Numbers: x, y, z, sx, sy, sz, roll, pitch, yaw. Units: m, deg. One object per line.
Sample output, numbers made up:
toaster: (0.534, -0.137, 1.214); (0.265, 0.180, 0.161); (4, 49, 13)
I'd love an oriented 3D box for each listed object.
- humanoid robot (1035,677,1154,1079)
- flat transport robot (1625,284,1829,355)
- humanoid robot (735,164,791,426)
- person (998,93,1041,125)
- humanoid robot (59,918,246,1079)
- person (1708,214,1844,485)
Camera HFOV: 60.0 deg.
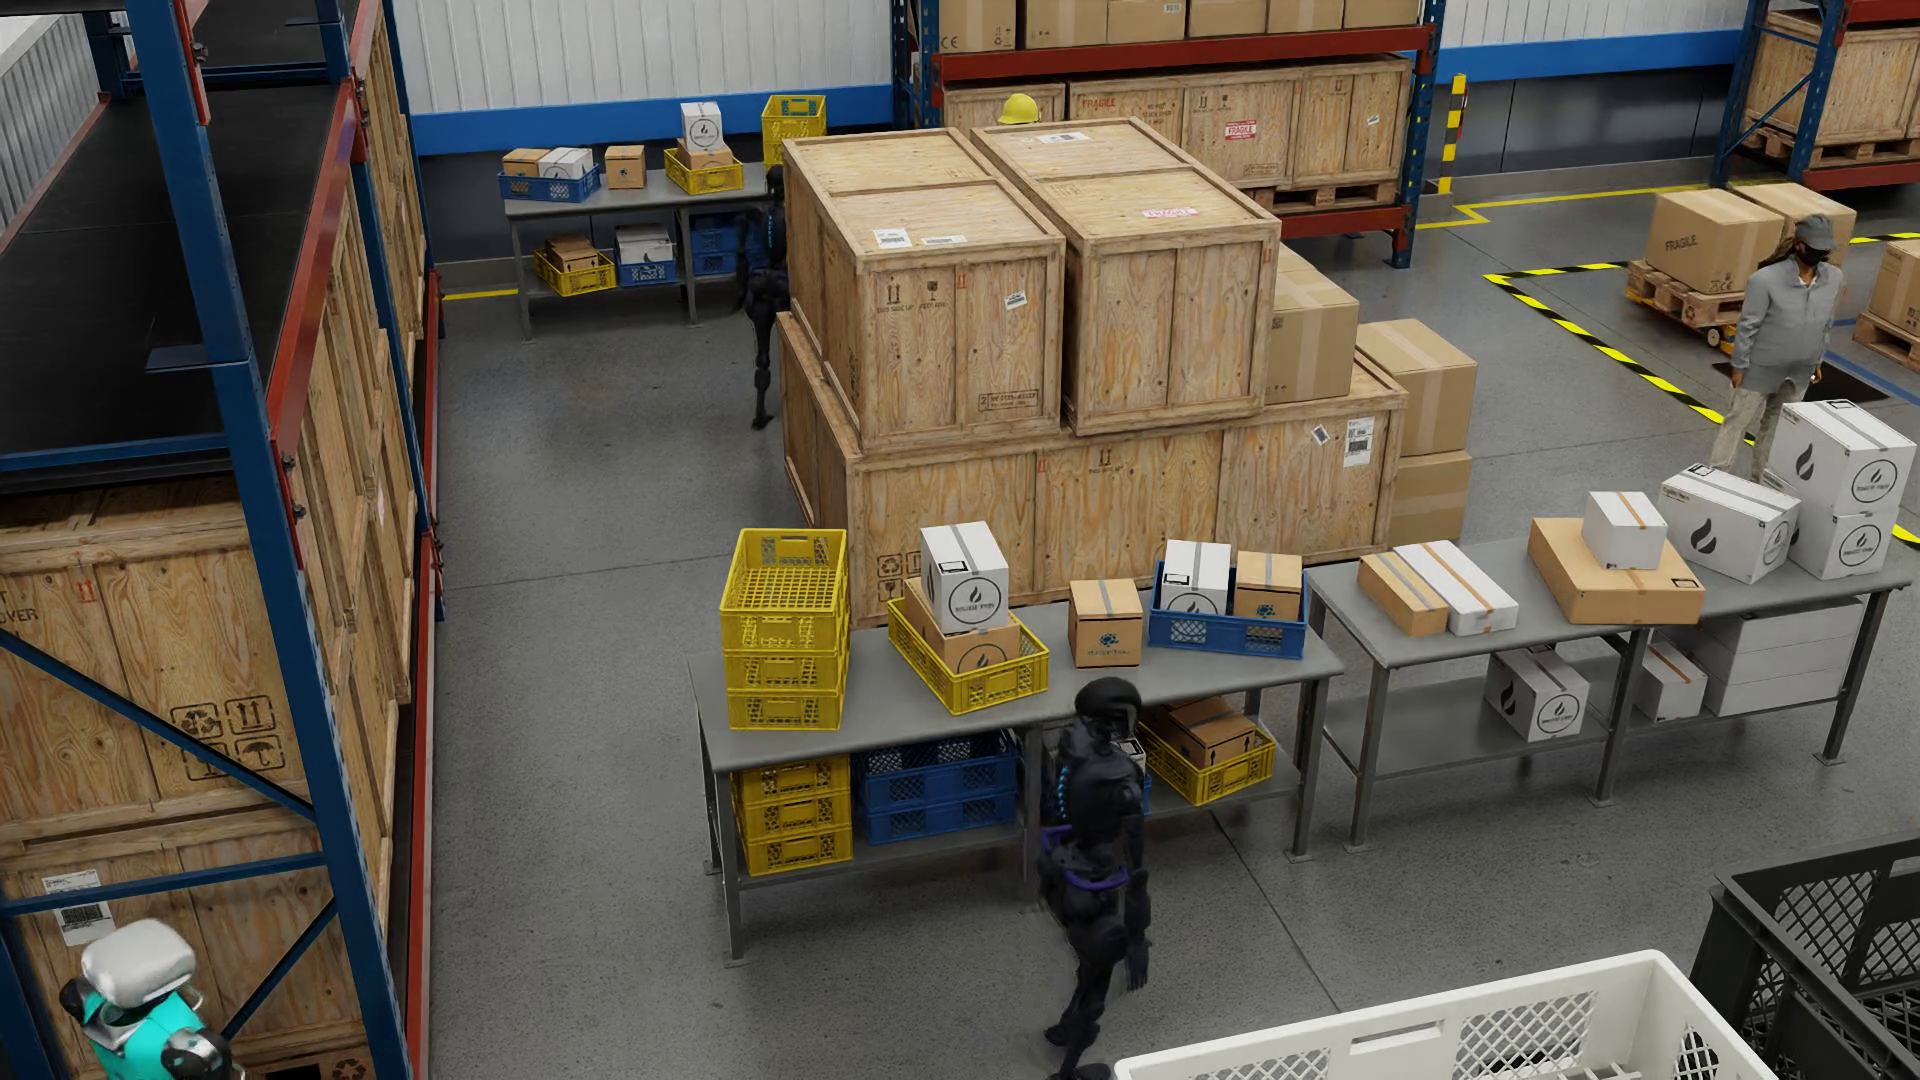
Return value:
humanoid robot: (0.441, 1.166, 5.539); (0.369, 1.643, 0.596); (-12, 31, -21)
flat transport robot: (5.567, -1.668, 12.115); (0.652, 0.197, 1.431); (-7, 30, -13)
humanoid robot: (-1.161, -1.576, 10.572); (0.608, 1.628, 0.781); (7, 30, 12)
person: (0.391, -2.127, 11.355); (0.587, 1.833, 0.404); (24, 37, 36)
humanoid robot: (-1.870, 1.652, 4.633); (0.532, 1.801, 0.802); (16, 33, 27)
person: (4.585, -0.987, 9.351); (0.573, 1.767, 0.402); (-4, 29, -8)
